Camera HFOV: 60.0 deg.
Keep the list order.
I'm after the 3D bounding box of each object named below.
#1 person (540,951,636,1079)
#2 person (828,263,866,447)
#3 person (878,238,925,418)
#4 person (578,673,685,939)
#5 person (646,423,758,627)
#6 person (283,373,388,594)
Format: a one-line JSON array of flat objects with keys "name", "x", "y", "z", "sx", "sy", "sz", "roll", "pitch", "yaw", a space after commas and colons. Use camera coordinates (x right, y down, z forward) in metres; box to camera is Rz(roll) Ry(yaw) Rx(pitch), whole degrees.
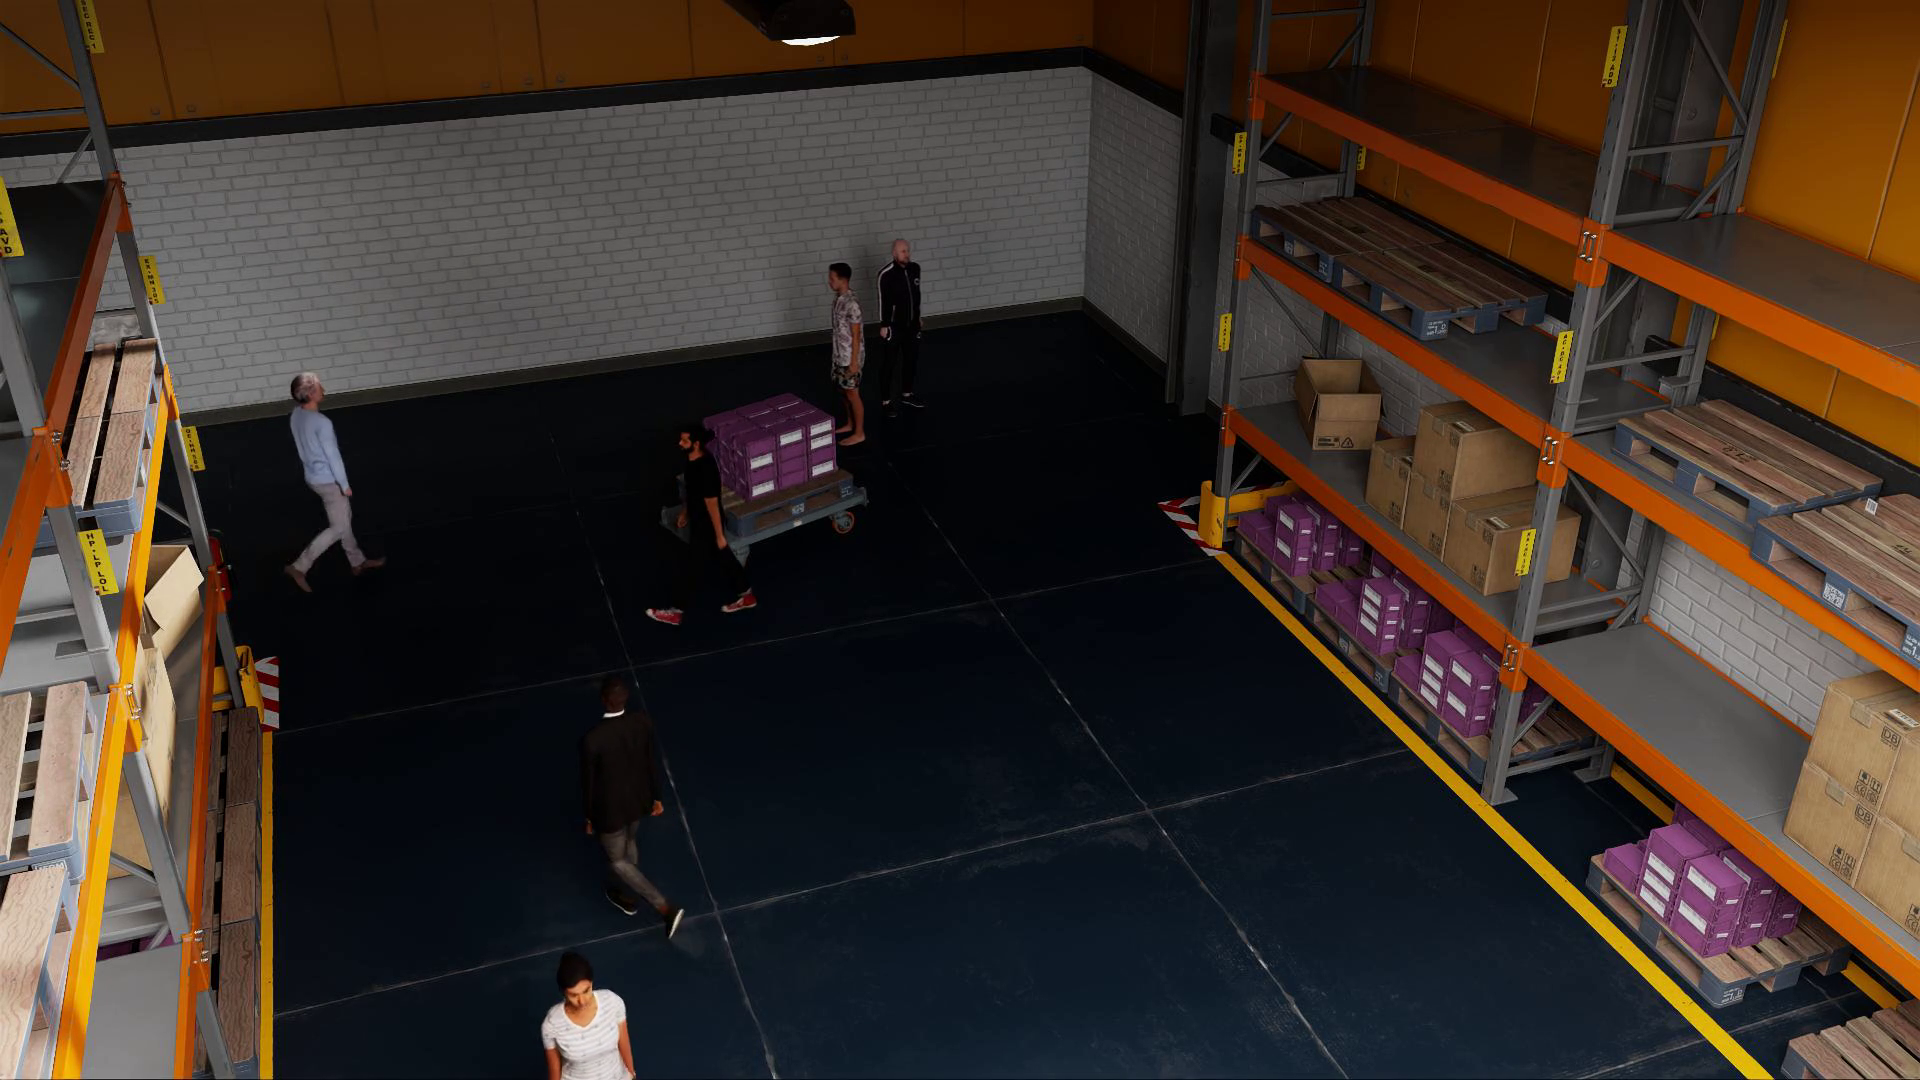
[{"name": "person", "x": -1.830, "y": 2.640, "z": 8.202, "sx": 0.610, "sy": 1.637, "sz": 0.798, "roll": -13, "pitch": 31, "yaw": -22}, {"name": "person", "x": -1.080, "y": -1.833, "z": 16.222, "sx": 0.746, "sy": 1.811, "sz": 0.535, "roll": -13, "pitch": 31, "yaw": -22}, {"name": "person", "x": -0.603, "y": -2.178, "z": 16.830, "sx": 0.755, "sy": 1.834, "sz": 0.707, "roll": -22, "pitch": 36, "yaw": -35}, {"name": "person", "x": -1.957, "y": 1.630, "z": 9.907, "sx": 1.140, "sy": 1.779, "sz": 0.958, "roll": 23, "pitch": 36, "yaw": 36}, {"name": "person", "x": -1.922, "y": -0.127, "z": 13.197, "sx": 0.761, "sy": 1.713, "sz": 1.088, "roll": -8, "pitch": 30, "yaw": -14}, {"name": "person", "x": -5.257, "y": -0.443, "z": 13.609, "sx": 0.981, "sy": 1.872, "sz": 1.147, "roll": -23, "pitch": 36, "yaw": -36}]
